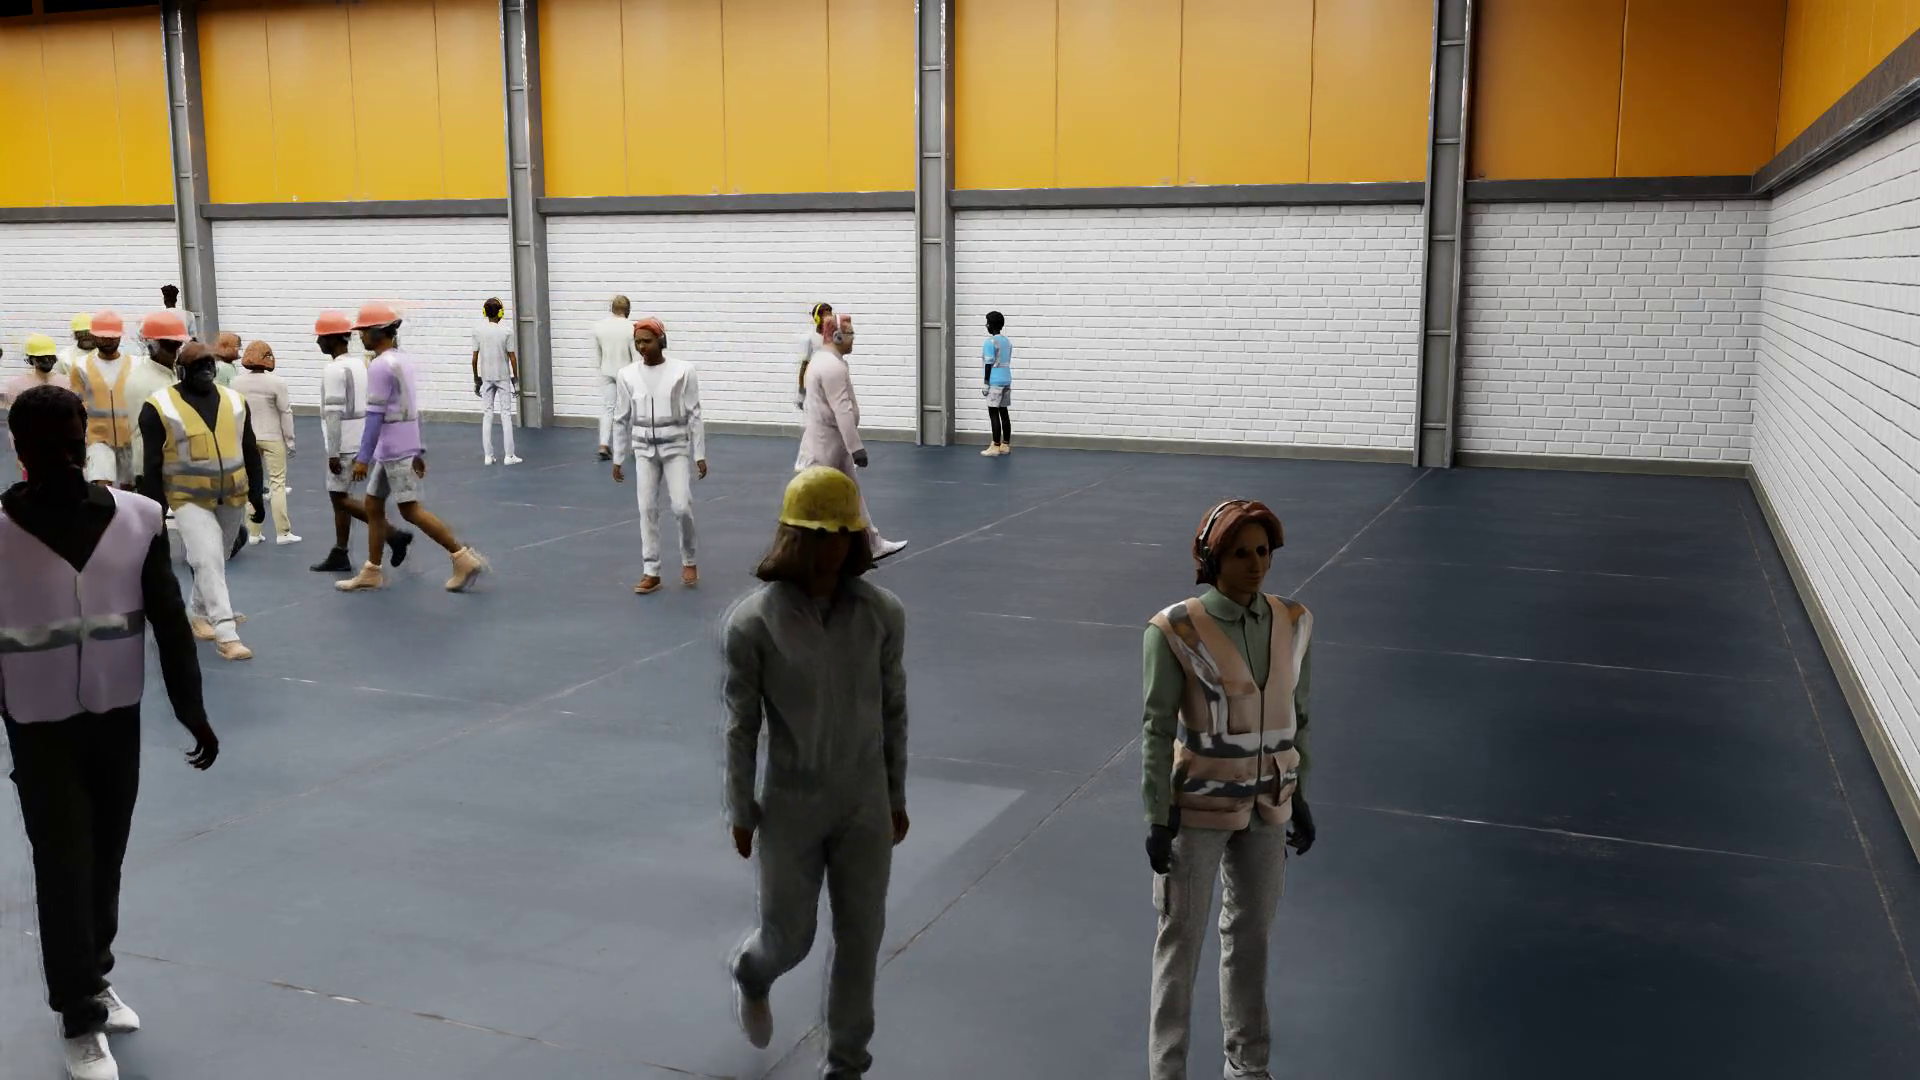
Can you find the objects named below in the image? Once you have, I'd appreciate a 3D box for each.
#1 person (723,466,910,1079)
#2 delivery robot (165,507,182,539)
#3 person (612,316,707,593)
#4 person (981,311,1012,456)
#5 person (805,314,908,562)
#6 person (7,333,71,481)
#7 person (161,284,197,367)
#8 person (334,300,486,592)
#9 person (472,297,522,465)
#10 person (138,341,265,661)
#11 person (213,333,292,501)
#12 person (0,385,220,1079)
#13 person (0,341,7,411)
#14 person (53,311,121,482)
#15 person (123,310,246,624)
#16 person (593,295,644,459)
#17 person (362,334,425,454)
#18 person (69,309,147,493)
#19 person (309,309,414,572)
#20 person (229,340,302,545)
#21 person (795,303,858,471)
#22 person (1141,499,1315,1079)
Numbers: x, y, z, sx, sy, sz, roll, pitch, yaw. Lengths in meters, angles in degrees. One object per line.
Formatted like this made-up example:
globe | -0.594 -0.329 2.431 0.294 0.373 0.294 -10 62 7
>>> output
person | -0.382 0.653 4.342 0.489 1.726 0.594 -5 10 -26
delivery robot | -5.836 -0.171 12.584 0.707 0.478 0.477 -3 10 -15
person | -2.049 -0.576 11.309 0.643 1.876 0.427 1 9 9
person | 0.430 -1.825 19.463 0.319 1.693 0.530 5 11 28
person | -0.859 -0.702 12.140 0.966 1.858 0.657 -1 9 -7
person | -6.989 -0.719 12.670 0.904 1.718 0.532 8 13 42
person | -10.720 -2.499 22.706 0.361 1.965 0.613 8 12 41
person | -3.739 -0.619 11.238 0.980 2.006 0.612 -2 9 -9
person | -5.181 -1.770 18.592 0.534 1.866 0.315 1 9 4
person | -4.352 -0.250 9.598 0.938 1.801 0.635 8 12 40
person | -6.757 -1.135 15.562 0.843 1.581 0.522 -2 10 -13
person | -2.395 0.524 4.617 0.779 1.893 0.610 7 12 38
person | -14.869 -2.997 25.495 0.608 2.044 0.371 6 11 34
person | -7.916 -1.182 15.173 0.598 1.819 0.646 -7 12 -38
person | -4.972 -0.431 10.217 0.931 1.961 0.627 1 9 7
person | -3.938 -1.880 19.200 0.627 1.899 0.986 2 9 9
person | -6.661 -1.844 19.271 0.986 1.786 0.528 6 11 31
person | -6.091 -0.703 11.996 0.540 1.901 0.833 -5 10 -26
person | -4.339 -0.692 11.927 0.765 1.919 0.552 0 9 2
person | -5.539 -0.771 13.246 0.500 1.633 0.280 1 9 4
person | -1.411 -1.591 17.661 0.985 1.820 0.549 5 11 29
person | 0.686 0.706 4.274 0.521 1.640 0.307 -5 10 -26
